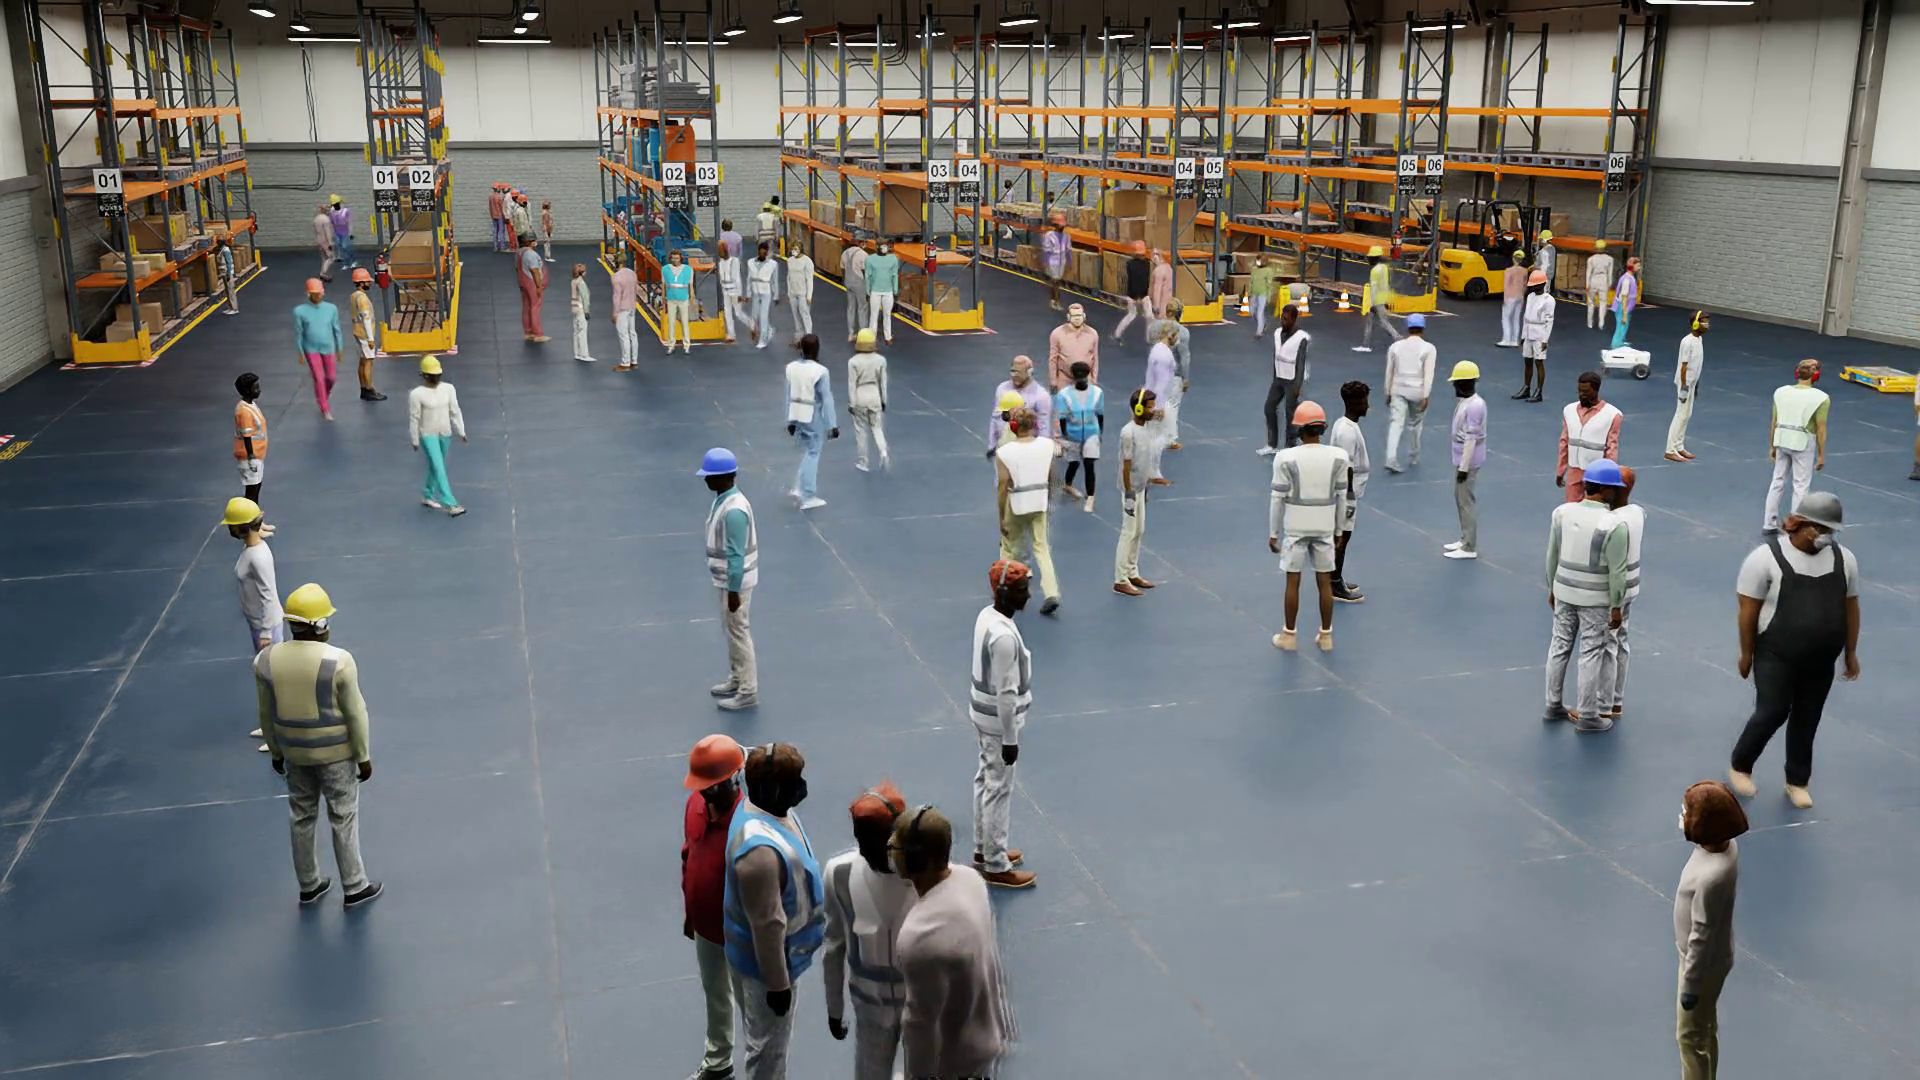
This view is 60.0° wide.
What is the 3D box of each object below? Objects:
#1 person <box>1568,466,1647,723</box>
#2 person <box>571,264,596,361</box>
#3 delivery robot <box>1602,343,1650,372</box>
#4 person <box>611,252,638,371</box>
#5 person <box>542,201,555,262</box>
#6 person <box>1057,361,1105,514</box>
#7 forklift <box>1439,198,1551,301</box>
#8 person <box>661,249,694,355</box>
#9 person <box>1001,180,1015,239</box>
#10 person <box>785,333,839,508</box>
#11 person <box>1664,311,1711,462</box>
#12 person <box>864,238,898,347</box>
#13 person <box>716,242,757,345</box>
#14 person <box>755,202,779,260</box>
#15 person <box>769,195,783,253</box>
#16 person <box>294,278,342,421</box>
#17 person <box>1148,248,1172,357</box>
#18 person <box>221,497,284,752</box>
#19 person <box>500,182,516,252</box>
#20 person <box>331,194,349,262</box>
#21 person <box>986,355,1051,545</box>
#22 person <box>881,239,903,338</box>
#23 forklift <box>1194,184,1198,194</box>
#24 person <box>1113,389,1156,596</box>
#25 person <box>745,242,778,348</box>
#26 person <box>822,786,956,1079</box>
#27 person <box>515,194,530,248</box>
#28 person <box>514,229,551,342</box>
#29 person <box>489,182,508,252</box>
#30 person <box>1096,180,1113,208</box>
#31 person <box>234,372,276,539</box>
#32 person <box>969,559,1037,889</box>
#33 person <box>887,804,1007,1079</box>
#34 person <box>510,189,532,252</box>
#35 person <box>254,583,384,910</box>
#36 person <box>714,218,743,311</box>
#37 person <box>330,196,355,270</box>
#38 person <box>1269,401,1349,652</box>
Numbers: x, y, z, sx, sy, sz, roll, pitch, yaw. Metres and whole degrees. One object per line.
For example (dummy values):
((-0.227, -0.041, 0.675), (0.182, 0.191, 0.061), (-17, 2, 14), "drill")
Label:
((4.595, 0.394, 11.756), (0.354, 1.883, 0.572), (13, 19, 40), "person")
((-6.425, -3.854, 28.204), (0.312, 1.642, 0.512), (-10, 18, -32), "person")
((10.607, -2.899, 26.513), (0.707, 0.478, 0.477), (4, 15, 16), "delivery robot")
((-5.492, -3.729, 27.165), (0.367, 1.939, 0.635), (5, 16, 19), "person")
((-11.262, -8.431, 45.432), (0.307, 1.639, 0.525), (-4, 15, -16), "person")
((1.300, -1.159, 18.027), (0.535, 1.655, 0.686), (-1, 15, -3), "person")
((11.913, -6.508, 37.130), (2.313, 2.155, 1.214), (-4, 15, -15), "forklift")
((-4.897, -4.137, 28.893), (0.564, 1.838, 0.390), (-1, 15, -3), "person")
((1.529, -10.525, 52.924), (0.428, 1.844, 0.626), (2, 15, 6), "person")
((-1.615, -1.291, 18.065), (0.462, 1.902, 0.600), (-14, 21, -43), "person")
((8.946, -1.888, 20.399), (0.327, 1.861, 0.505), (12, 19, 37), "person")
((-1.404, -4.439, 29.836), (0.627, 1.940, 0.373), (-4, 15, -14), "person")
((-4.063, -4.479, 30.146), (0.634, 1.856, 0.713), (13, 20, 41), "person")
((-4.906, -7.679, 42.293), (0.612, 1.800, 0.525), (-4, 15, -16), "person")
((-5.319, -9.054, 47.739), (0.863, 1.660, 0.537), (-14, 20, -42), "person")
((-8.920, -2.666, 23.115), (0.609, 1.976, 0.674), (-10, 18, -33), "person")
((3.456, -4.057, 28.532), (0.478, 1.880, 0.680), (5, 16, 18), "person")
((-4.774, 0.568, 11.330), (0.325, 1.765, 0.530), (-8, 17, -28), "person")
((-13.105, -9.362, 48.254), (0.390, 1.992, 0.624), (-2, 15, -7), "person")
((-16.895, -8.474, 45.223), (0.404, 1.830, 0.602), (4, 15, 13), "person")
((0.578, -0.925, 16.709), (0.675, 1.883, 0.727), (12, 19, 37), "person")
((-1.350, -4.703, 31.013), (0.546, 1.845, 0.584), (-9, 17, -30), "person")
((7.392, -11.333, 53.972), (1.873, 2.768, 1.129), (-4, 15, -15), "forklift")
((1.582, -0.432, 14.918), (0.329, 1.860, 0.514), (7, 16, 25), "person")
((-3.515, -4.397, 29.796), (0.616, 1.879, 0.599), (6, 16, 20), "person")
((-0.237, 1.792, 6.531), (0.588, 1.869, 0.631), (2, 15, 6), "person")
((-11.086, -7.770, 42.263), (0.396, 1.992, 0.623), (-5, 16, -17), "person")
((-7.821, -4.674, 30.527), (0.535, 2.000, 0.674), (-13, 19, -40), "person")
((-13.408, -9.388, 48.347), (0.612, 1.997, 0.376), (9, 17, 31), "person")
((4.588, -10.368, 52.251), (0.605, 1.880, 0.543), (-1, 15, -5), "person")
((-7.159, -0.854, 16.829), (0.321, 1.689, 0.529), (-3, 15, -12), "person")
((0.233, 1.025, 9.384), (0.357, 1.881, 0.574), (-2, 15, -8), "person")
((-0.075, 1.892, 6.127), (0.784, 1.905, 0.644), (4, 15, 13), "person")
((-12.165, -8.749, 46.055), (0.611, 1.938, 0.412), (2, 15, 6), "person")
((-3.492, 1.130, 9.084), (0.601, 1.830, 0.403), (2, 15, 9), "person")
((-4.817, -5.711, 34.625), (0.631, 1.939, 0.369), (-11, 18, -35), "person")
((-16.097, -7.978, 43.263), (0.618, 1.888, 0.402), (4, 15, 16), "person")
((2.786, -0.104, 13.372), (0.619, 2.030, 0.455), (-1, 15, -2), "person")
